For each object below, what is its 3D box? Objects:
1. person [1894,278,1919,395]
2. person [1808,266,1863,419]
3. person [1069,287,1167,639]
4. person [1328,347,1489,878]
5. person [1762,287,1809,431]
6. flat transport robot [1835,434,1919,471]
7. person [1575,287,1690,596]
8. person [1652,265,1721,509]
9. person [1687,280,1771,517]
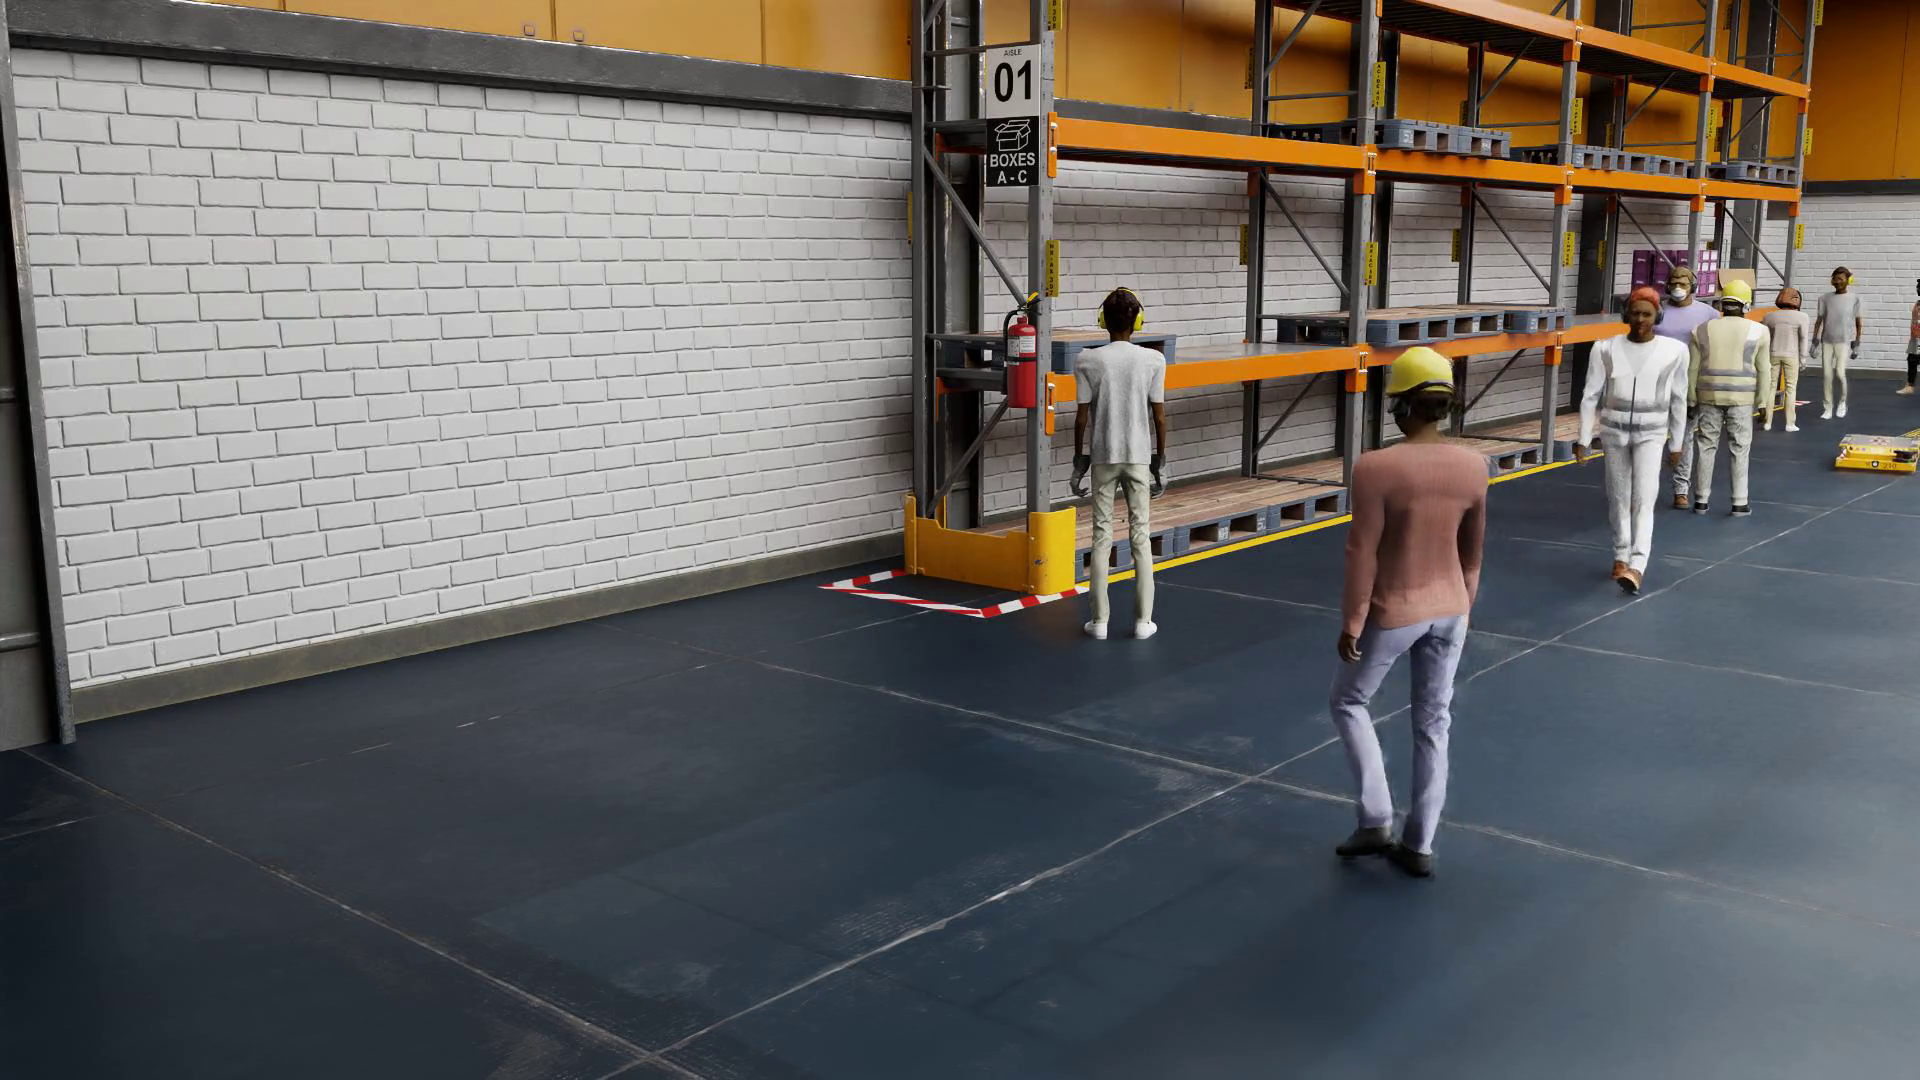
[{"bbox_3d":[13.592,-2.866,23.420,0.544,1.680,0.548,1,10,4],"label":"person"},{"bbox_3d":[10.614,-2.378,20.193,0.514,1.845,0.393,9,13,41],"label":"person"},{"bbox_3d":[0.842,-0.399,8.834,0.518,1.873,0.328,1,10,3],"label":"person"},{"bbox_3d":[1.473,0.241,5.509,0.560,1.749,0.426,-3,10,-18],"label":"person"},{"bbox_3d":[9.360,-2.050,18.914,0.501,1.632,0.286,8,13,40],"label":"person"},{"bbox_3d":[8.820,-0.849,15.951,0.652,0.197,1.431,6,12,31],"label":"flat transport robot"},{"bbox_3d":[4.061,-0.601,10.096,0.598,1.829,0.990,6,11,29],"label":"person"},{"bbox_3d":[5.683,-1.207,13.246,0.643,1.936,0.388,4,11,23],"label":"person"},{"bbox_3d":[5.965,-1.099,12.933,0.600,1.830,0.403,6,12,32],"label":"person"}]
